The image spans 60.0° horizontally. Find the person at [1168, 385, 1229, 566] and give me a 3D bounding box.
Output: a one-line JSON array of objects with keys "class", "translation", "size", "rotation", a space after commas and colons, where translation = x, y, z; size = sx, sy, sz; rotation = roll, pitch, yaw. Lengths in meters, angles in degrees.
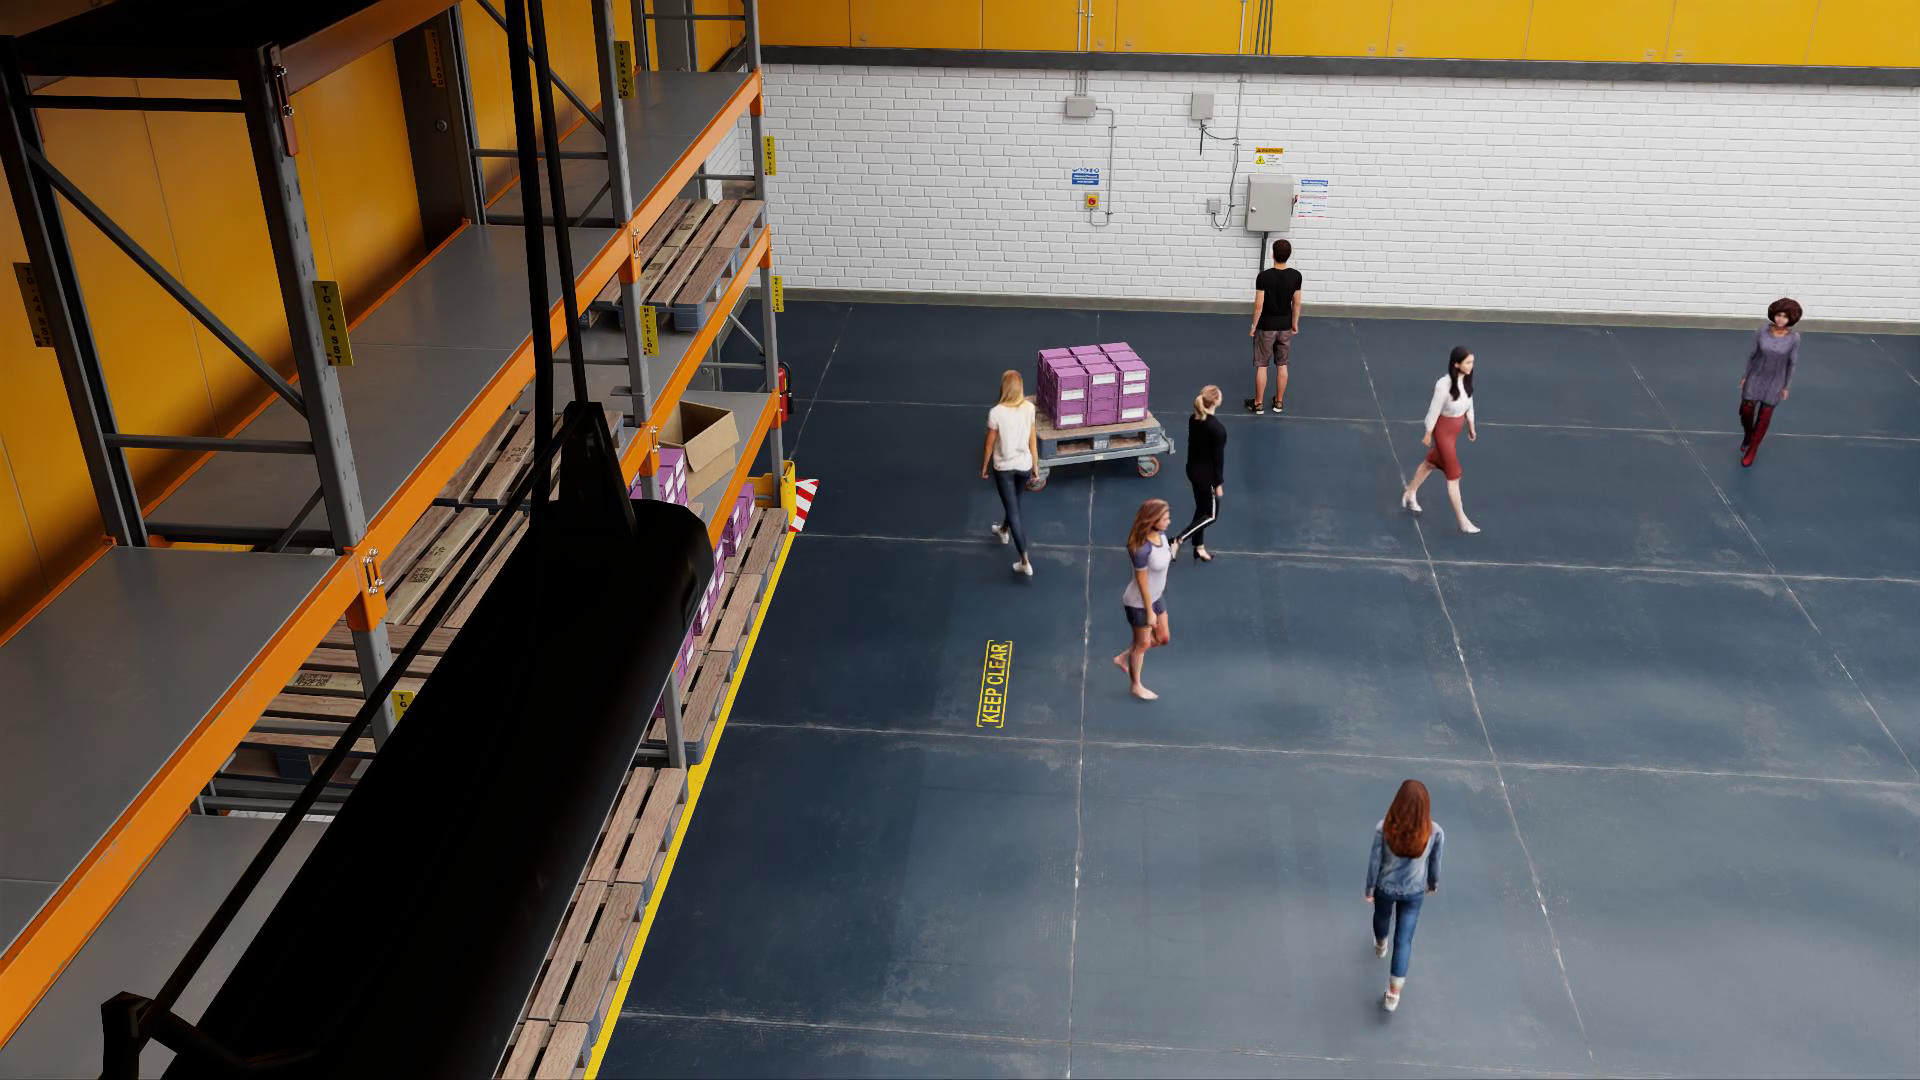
[{"class": "person", "translation": [2.020, -0.499, 14.174], "size": [0.912, 1.696, 0.891], "rotation": [-14, 32, -24]}]

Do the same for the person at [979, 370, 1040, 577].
[{"class": "person", "translation": [0.490, -0.536, 14.176], "size": [0.996, 1.760, 1.242], "rotation": [-13, 31, -22]}]

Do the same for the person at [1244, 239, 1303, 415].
[{"class": "person", "translation": [3.231, -2.200, 17.120], "size": [0.745, 1.862, 0.679], "rotation": [-5, 29, -9]}]

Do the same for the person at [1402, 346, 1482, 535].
[{"class": "person", "translation": [4.306, -0.935, 14.970], "size": [1.084, 1.699, 1.124], "rotation": [-23, 36, -36]}]

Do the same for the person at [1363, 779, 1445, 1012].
[{"class": "person", "translation": [2.578, 2.074, 9.709], "size": [0.645, 1.456, 1.013], "rotation": [5, 29, 10]}]

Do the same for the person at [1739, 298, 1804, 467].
[{"class": "person", "translation": [7.814, -1.541, 16.080], "size": [0.750, 1.700, 0.804], "rotation": [19, 34, 31]}]

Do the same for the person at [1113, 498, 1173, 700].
[{"class": "person", "translation": [1.304, 0.433, 12.449], "size": [0.806, 1.712, 0.747], "rotation": [17, 33, 28]}]
